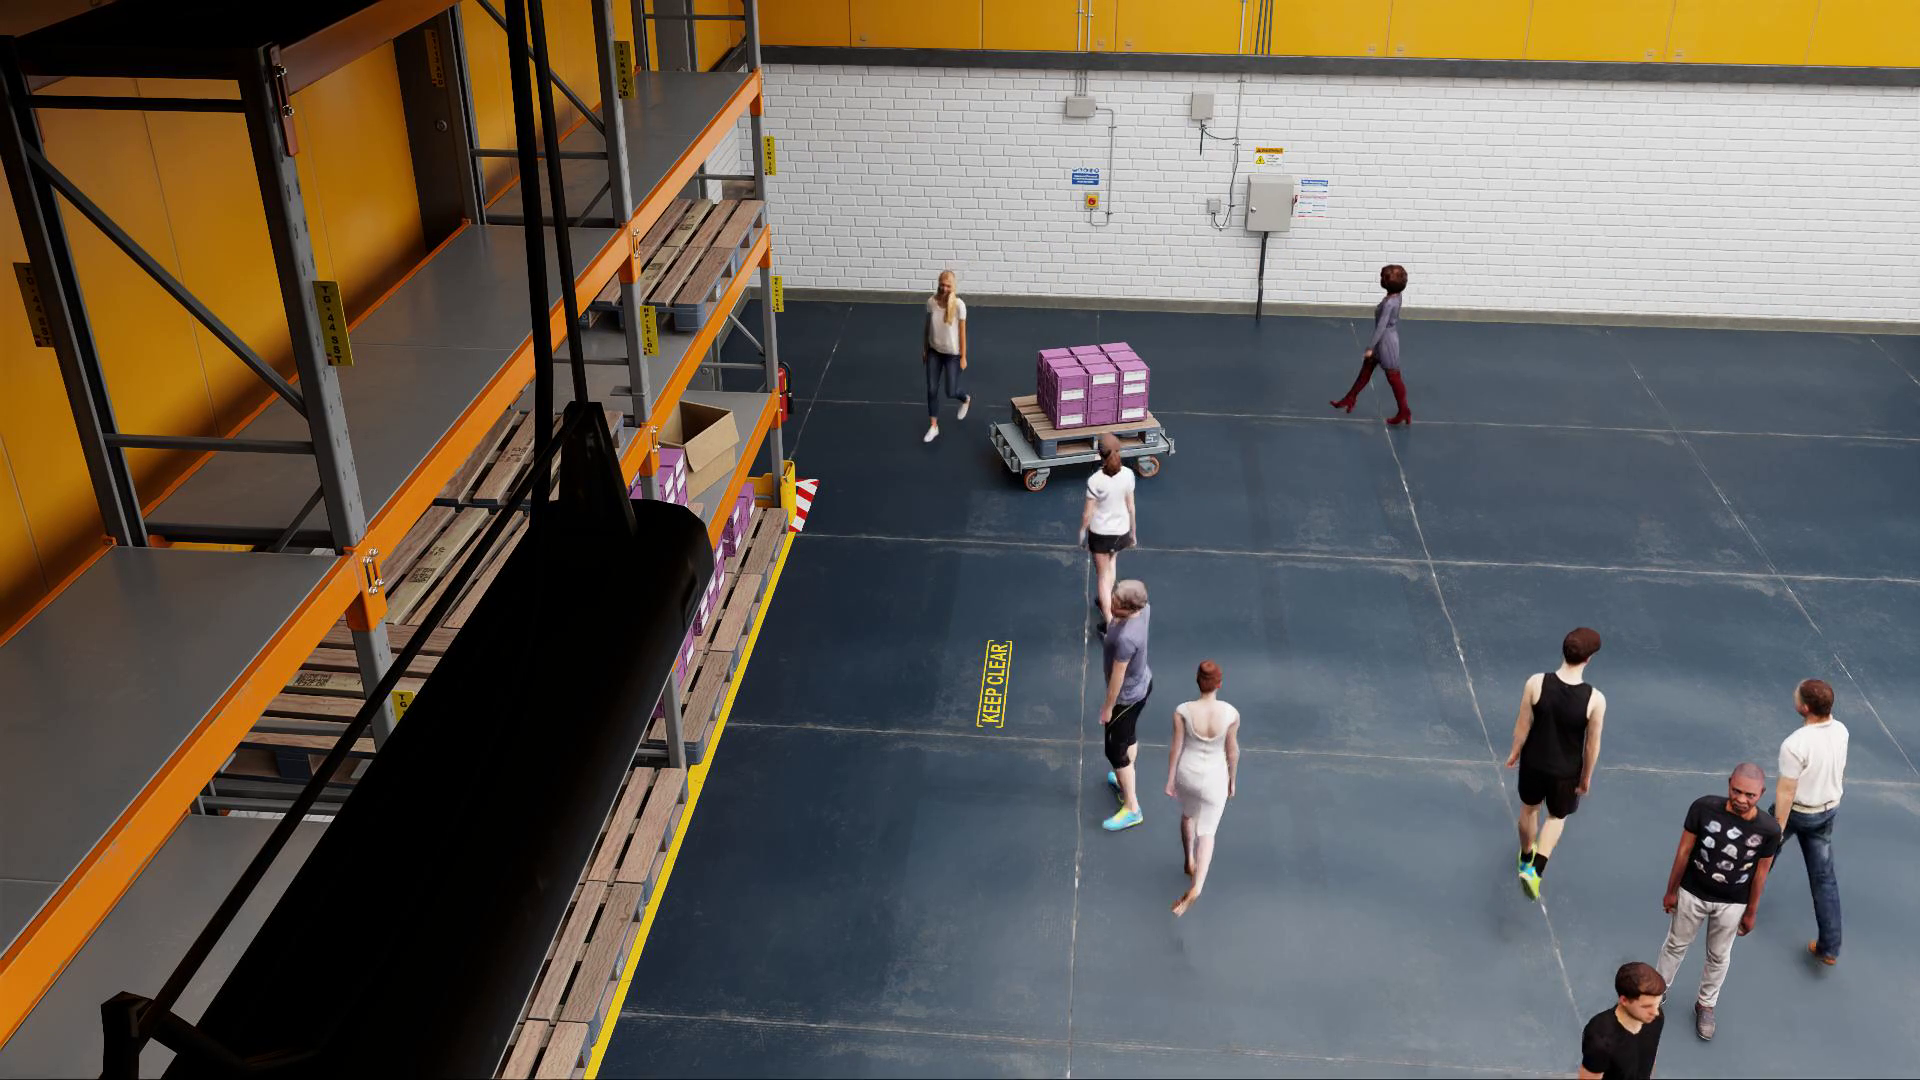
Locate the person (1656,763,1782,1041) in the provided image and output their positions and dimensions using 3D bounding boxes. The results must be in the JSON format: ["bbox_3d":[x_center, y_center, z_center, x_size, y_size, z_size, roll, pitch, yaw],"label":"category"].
[{"bbox_3d":[4.286,2.014,9.453,0.739,1.805,0.733,14,32,24],"label":"person"}]

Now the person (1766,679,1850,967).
[{"bbox_3d":[5.148,1.717,10.002,1.111,1.802,1.394,-7,29,-12],"label":"person"}]

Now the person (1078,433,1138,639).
[{"bbox_3d":[1.215,0.009,13.206,0.809,1.731,0.933,-11,30,-19],"label":"person"}]

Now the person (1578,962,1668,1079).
[{"bbox_3d":[3.080,2.716,8.118,0.918,1.851,1.012,-16,32,-26],"label":"person"}]

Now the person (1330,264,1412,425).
[{"bbox_3d":[4.388,-1.920,16.812,0.896,1.665,1.084,12,31,20],"label":"person"}]

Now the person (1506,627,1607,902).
[{"bbox_3d":[3.697,1.437,10.440,0.915,1.874,1.082,14,32,24],"label":"person"}]

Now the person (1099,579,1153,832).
[{"bbox_3d":[1.132,1.021,11.217,0.917,1.859,0.652,19,34,31],"label":"person"}]

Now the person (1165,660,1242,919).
[{"bbox_3d":[1.475,1.580,10.293,0.680,1.764,1.047,4,29,7],"label":"person"}]

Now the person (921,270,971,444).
[{"bbox_3d":[-0.097,-1.858,16.572,0.859,1.786,1.015,17,33,29],"label":"person"}]
